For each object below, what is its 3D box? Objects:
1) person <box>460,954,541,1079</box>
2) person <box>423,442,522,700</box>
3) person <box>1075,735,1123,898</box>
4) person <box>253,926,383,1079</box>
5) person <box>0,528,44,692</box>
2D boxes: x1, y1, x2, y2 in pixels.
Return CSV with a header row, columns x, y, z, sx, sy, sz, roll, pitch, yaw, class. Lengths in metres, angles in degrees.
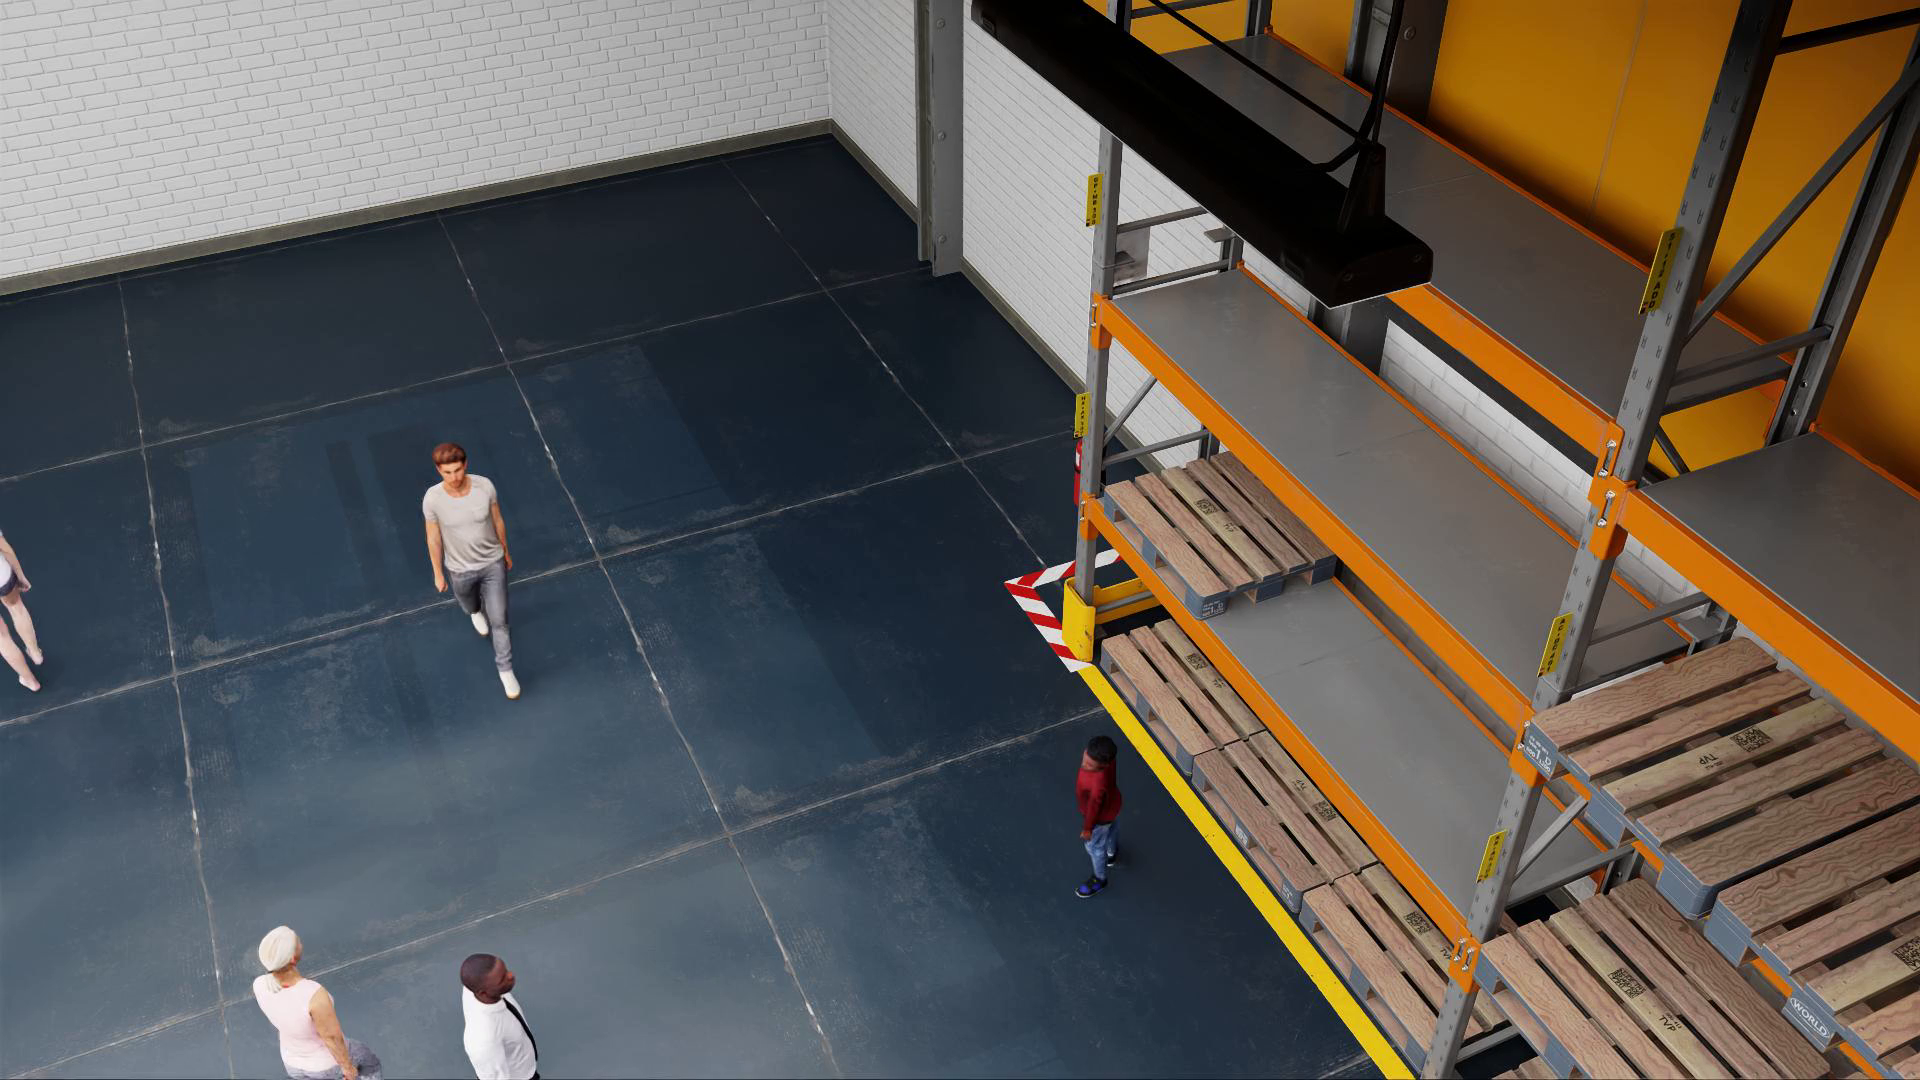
x,y,z,sx,sy,sz,roll,pitch,yaw,class
-2.160,2.593,7.947,0.726,1.837,0.510,-11,40,-14,person
-3.239,0.103,11.040,0.695,1.867,1.174,-14,41,-17,person
0.862,1.540,9.742,0.755,1.240,0.693,22,44,25,person
-3.159,2.562,8.082,0.720,1.716,0.779,8,39,10,person
-6.326,0.312,10.867,0.785,1.756,0.716,30,48,32,person
